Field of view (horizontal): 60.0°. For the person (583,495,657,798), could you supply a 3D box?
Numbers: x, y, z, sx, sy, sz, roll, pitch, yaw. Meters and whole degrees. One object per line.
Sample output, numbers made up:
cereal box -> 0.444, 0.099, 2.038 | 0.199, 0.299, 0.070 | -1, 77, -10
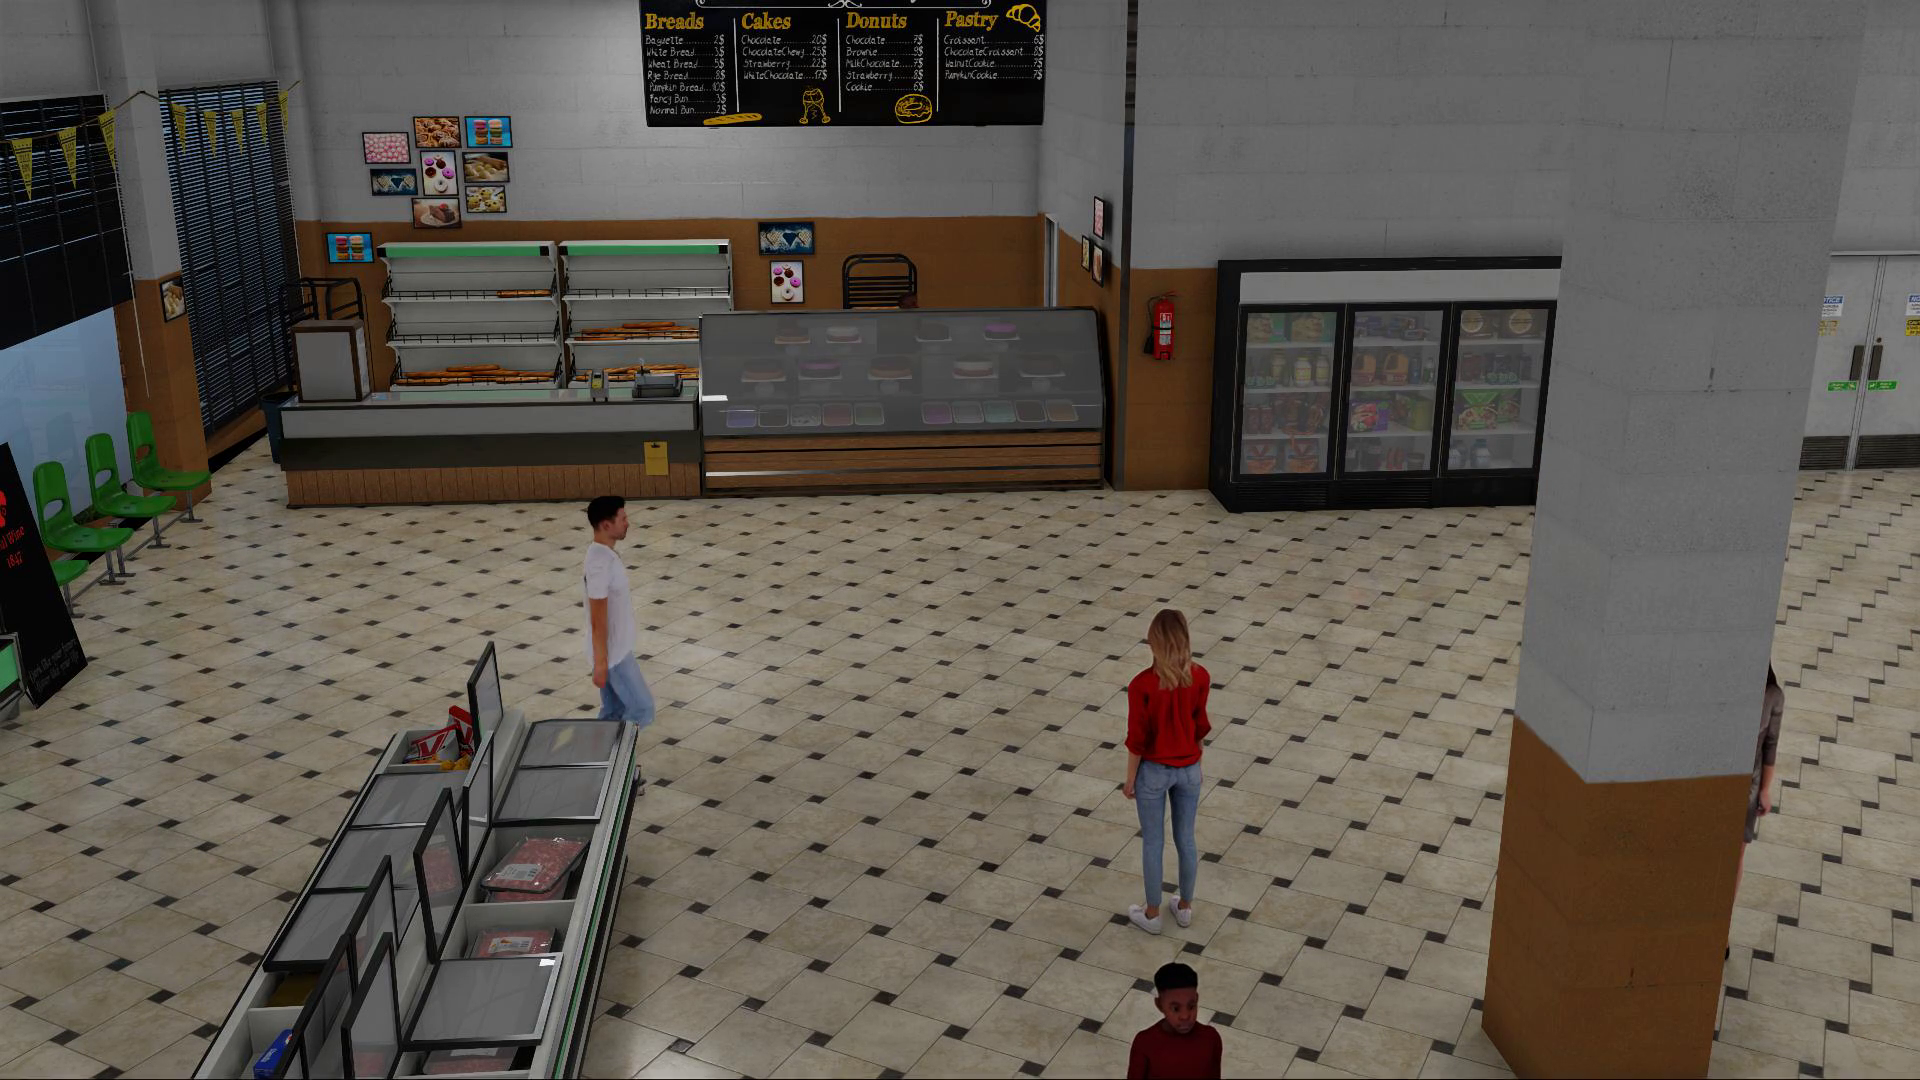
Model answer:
person -> -2.139, 0.657, 9.761 | 0.768, 1.845, 0.595 | -3, 17, -10

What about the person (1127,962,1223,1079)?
person -> 0.756, 2.095, 6.041 | 0.488, 1.255, 0.479 | -2, 17, -6

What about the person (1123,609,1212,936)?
person -> 1.040, 1.162, 8.340 | 0.667, 1.704, 0.598 | -6, 18, -20
